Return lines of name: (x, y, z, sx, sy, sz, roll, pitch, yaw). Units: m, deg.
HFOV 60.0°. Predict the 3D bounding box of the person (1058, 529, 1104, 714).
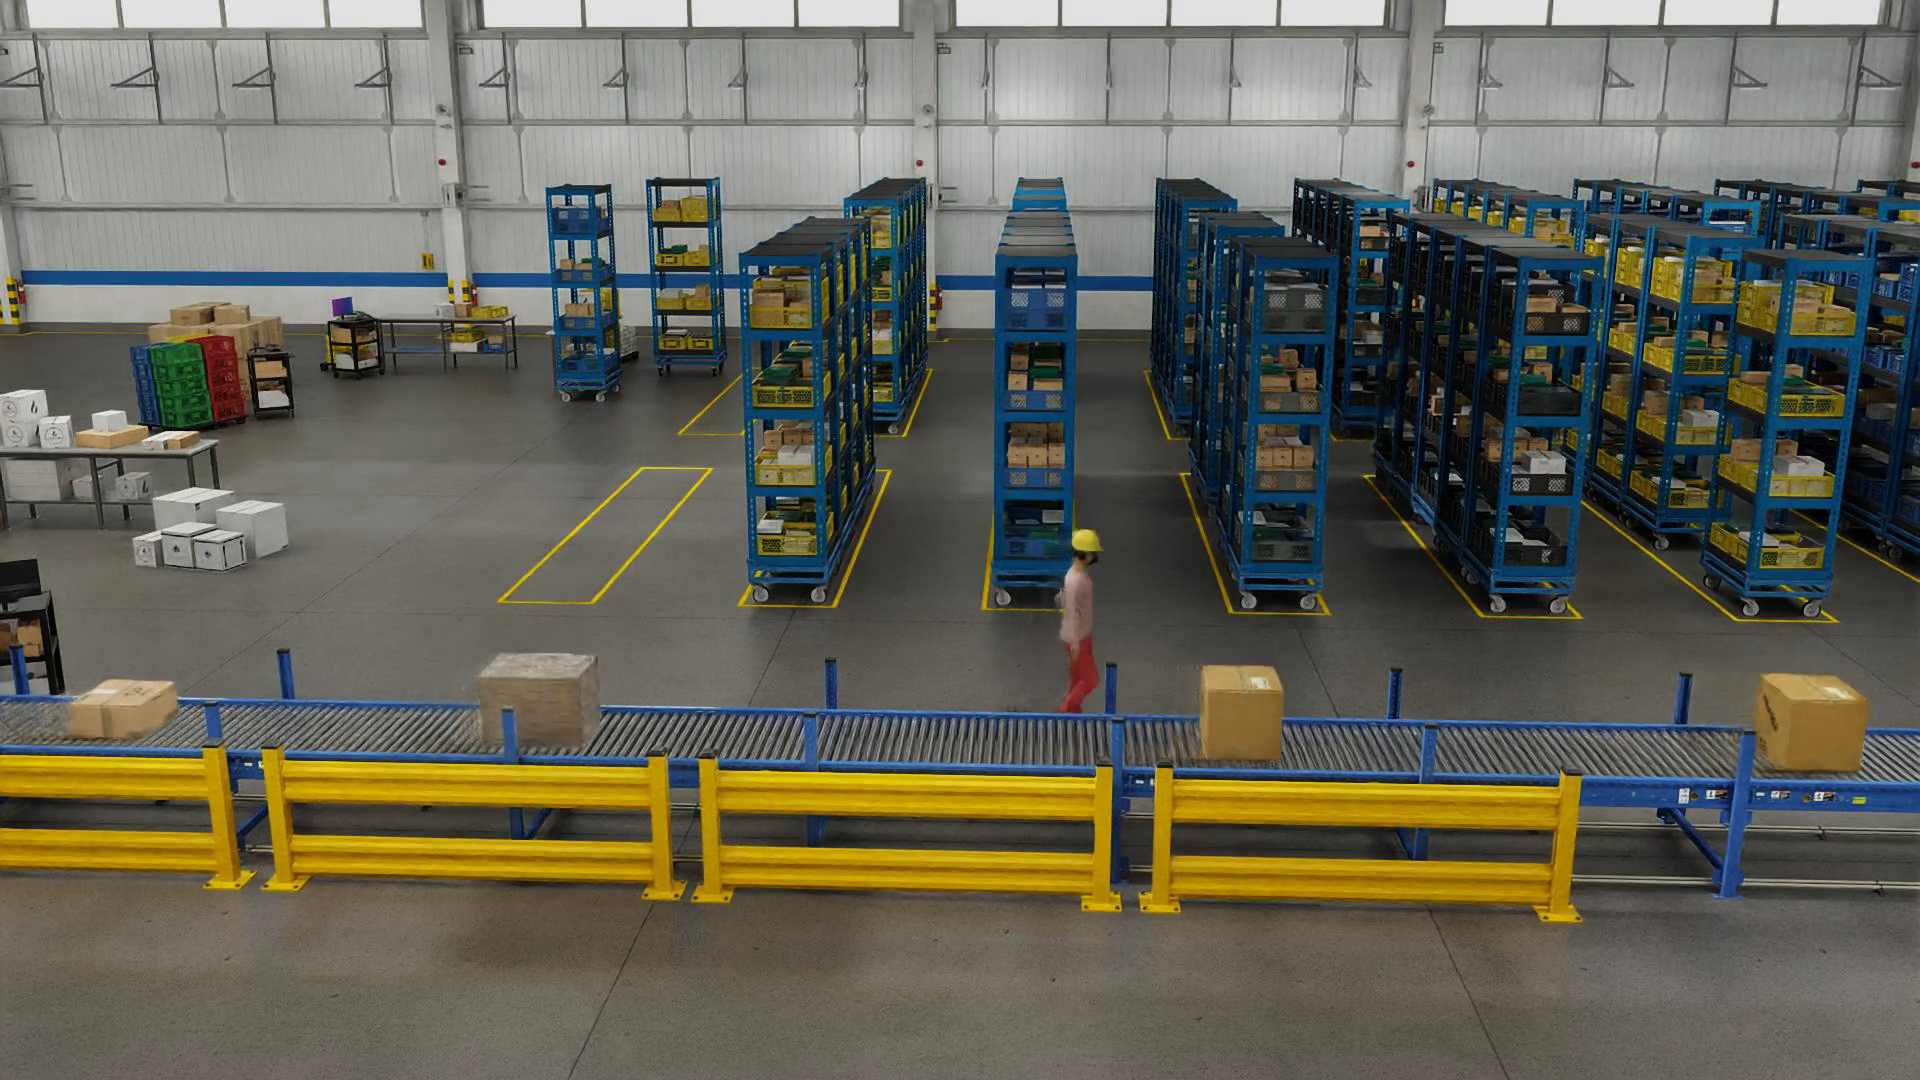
person: (0.978, 0.766, 13.349, 0.350, 1.753, 0.553, 3, 15, 9)
